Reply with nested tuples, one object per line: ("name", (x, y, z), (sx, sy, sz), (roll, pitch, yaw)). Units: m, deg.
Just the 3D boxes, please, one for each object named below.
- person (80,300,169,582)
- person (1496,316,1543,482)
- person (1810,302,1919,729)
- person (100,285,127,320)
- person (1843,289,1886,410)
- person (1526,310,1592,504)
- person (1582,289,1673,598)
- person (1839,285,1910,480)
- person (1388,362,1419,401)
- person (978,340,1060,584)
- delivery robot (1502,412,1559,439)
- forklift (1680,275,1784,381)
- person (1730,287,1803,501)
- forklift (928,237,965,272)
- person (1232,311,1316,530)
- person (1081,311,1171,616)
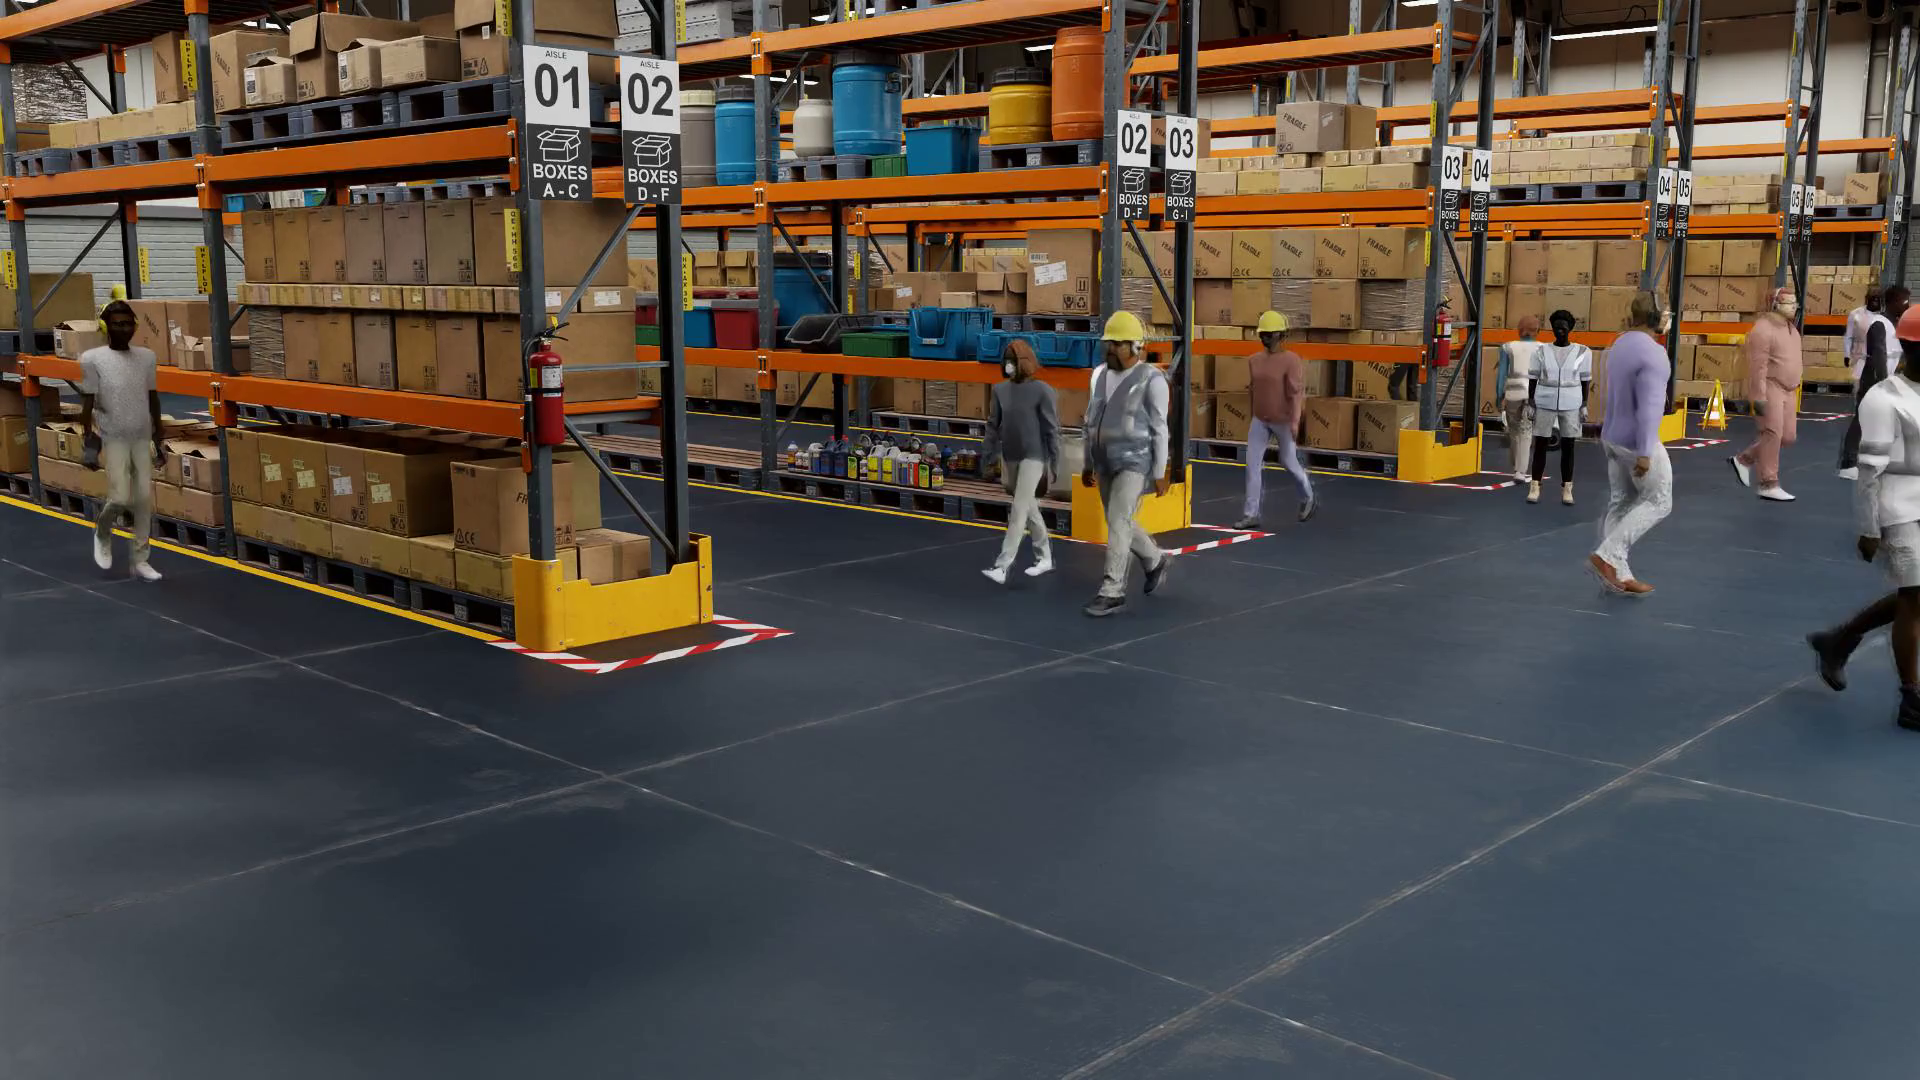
("person", (-5.534, -0.655, 11.011), (0.497, 1.847, 0.509), (7, 11, 35))
("person", (5.519, -1.380, 16.188), (0.544, 1.586, 0.867), (5, 10, 27))
("person", (4.268, -0.132, 7.570), (0.549, 1.917, 0.808), (-4, 10, -25))
("person", (-9.265, -1.900, 18.566), (1.020, 1.864, 0.605), (8, 13, 42))
("person", (12.463, -2.546, 22.800), (0.633, 1.787, 0.976), (5, 11, 28))
("person", (5.235, -1.164, 14.570), (0.540, 1.695, 0.316), (3, 10, 20))
("person", (4.176, -0.586, 10.325), (0.465, 1.927, 0.628), (-1, 9, -4))
("person", (9.004, -1.509, 16.106), (0.686, 1.884, 0.837), (-8, 12, -39))
("person", (5.575, -2.235, 20.702), (0.569, 1.835, 0.432), (-3, 10, -17))
("person", (0.377, -0.513, 10.928), (0.520, 1.584, 0.867), (8, 12, 42))
("delivery robot", (6.623, -1.366, 19.143), (0.707, 0.478, 0.477), (5, 10, 28))
("forklift", (12.480, -3.427, 27.053), (1.214, 2.155, 2.313), (9, 13, 43))
("person", (7.251, -1.315, 14.915), (0.649, 1.889, 0.616), (-6, 11, -34))
("forklift", (-0.326, -5.817, 39.609), (1.129, 2.768, 1.873), (9, 13, 43))
("person", (2.557, -0.975, 13.323), (0.875, 1.730, 0.533), (-9, 13, -44))
("person", (1.038, -0.486, 10.090), (0.821, 1.810, 0.602), (-7, 12, -39))
